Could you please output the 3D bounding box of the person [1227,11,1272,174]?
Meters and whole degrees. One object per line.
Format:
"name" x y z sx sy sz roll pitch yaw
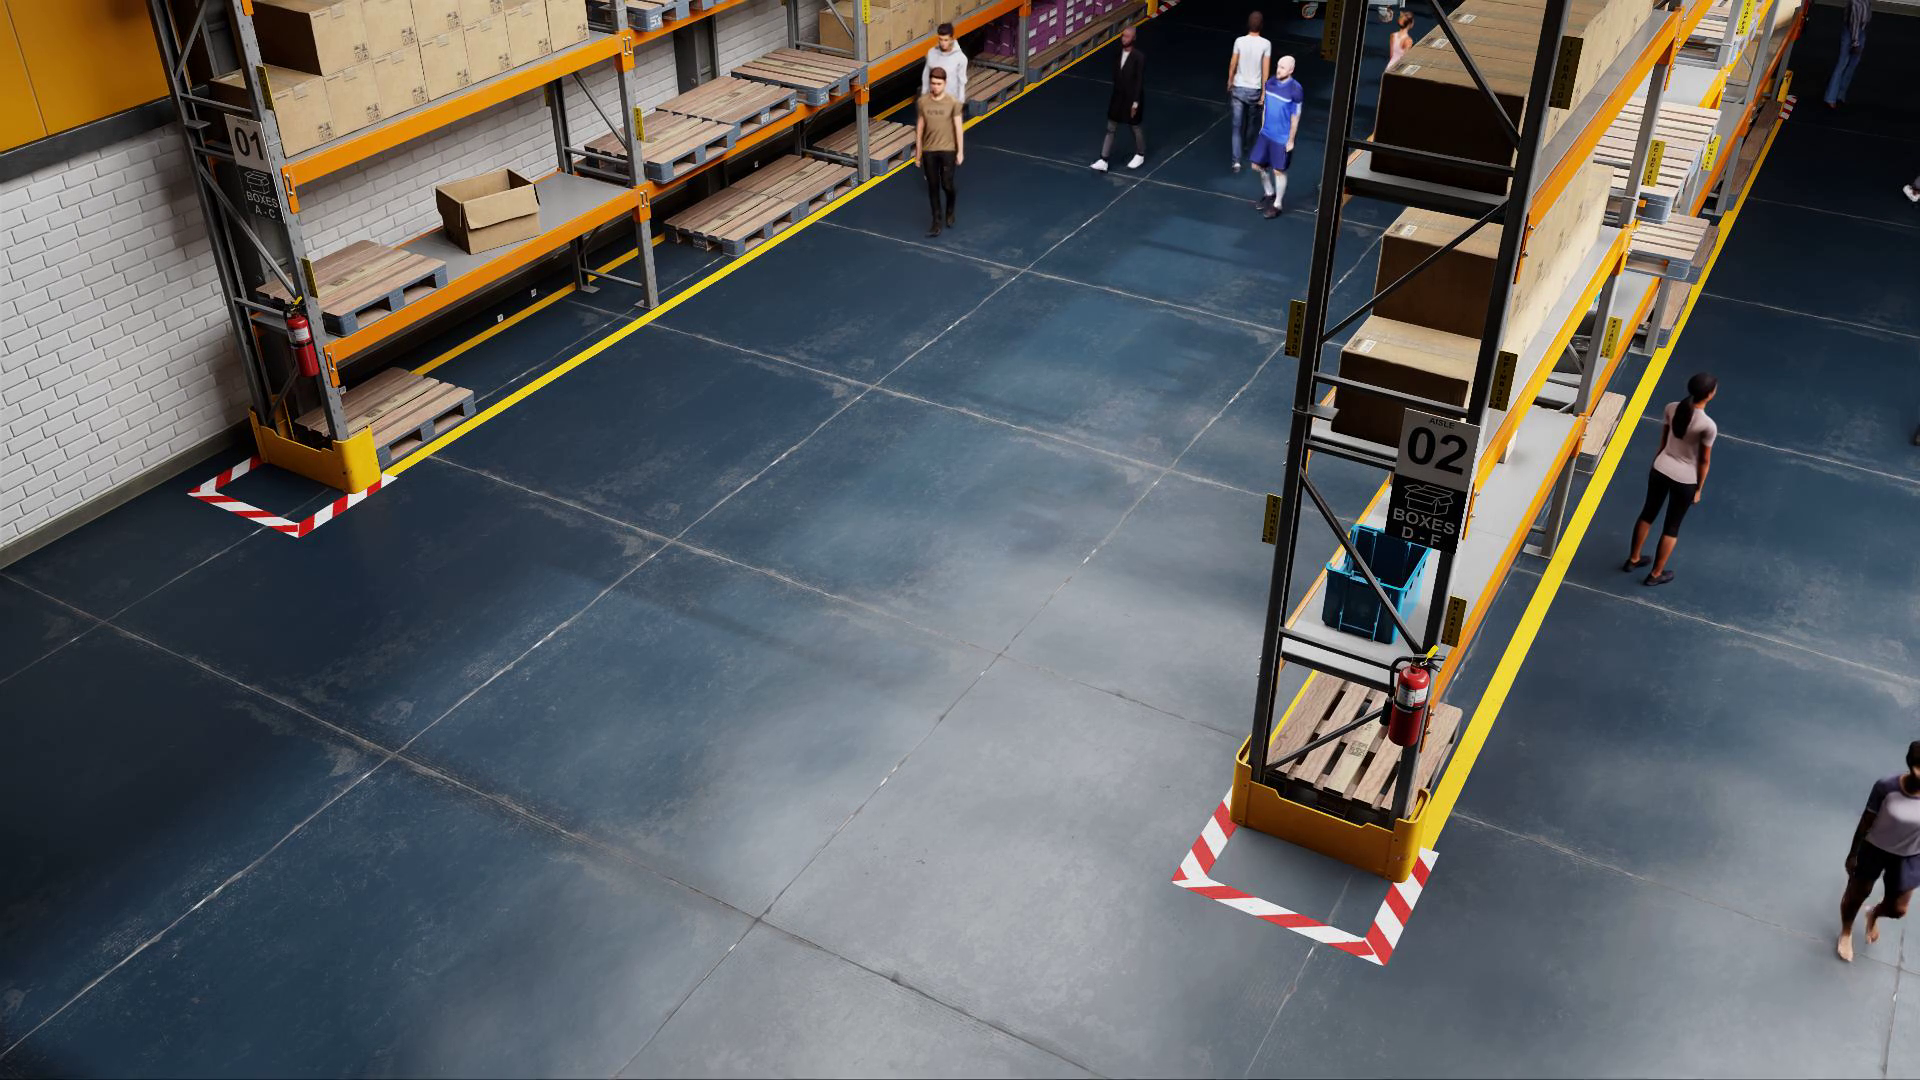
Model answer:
"person" 3.367 -5.227 19.590 0.930 1.812 1.303 5 34 8

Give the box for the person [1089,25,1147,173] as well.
"person" 2.045 -5.221 19.661 0.793 1.722 1.111 26 42 34

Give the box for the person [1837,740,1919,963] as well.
"person" 5.236 1.709 9.391 0.601 1.551 0.619 12 35 18

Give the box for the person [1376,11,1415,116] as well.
"person" 5.291 -5.655 20.403 0.974 1.623 0.844 -17 37 -24

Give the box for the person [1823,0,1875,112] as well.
"person" 11.458 -6.469 21.478 0.660 1.790 0.796 -27 42 -34

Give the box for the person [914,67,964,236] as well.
"person" -0.201 -4.266 18.112 0.766 1.846 0.814 9 35 13

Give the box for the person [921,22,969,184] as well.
"person" -0.145 -5.129 19.405 1.027 1.853 1.328 8 34 12

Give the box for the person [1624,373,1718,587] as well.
"person" 5.353 -0.466 12.488 0.677 1.744 0.672 -20 38 -27

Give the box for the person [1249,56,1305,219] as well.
"person" 3.588 -4.501 18.480 0.767 1.831 0.782 -25 41 -32
